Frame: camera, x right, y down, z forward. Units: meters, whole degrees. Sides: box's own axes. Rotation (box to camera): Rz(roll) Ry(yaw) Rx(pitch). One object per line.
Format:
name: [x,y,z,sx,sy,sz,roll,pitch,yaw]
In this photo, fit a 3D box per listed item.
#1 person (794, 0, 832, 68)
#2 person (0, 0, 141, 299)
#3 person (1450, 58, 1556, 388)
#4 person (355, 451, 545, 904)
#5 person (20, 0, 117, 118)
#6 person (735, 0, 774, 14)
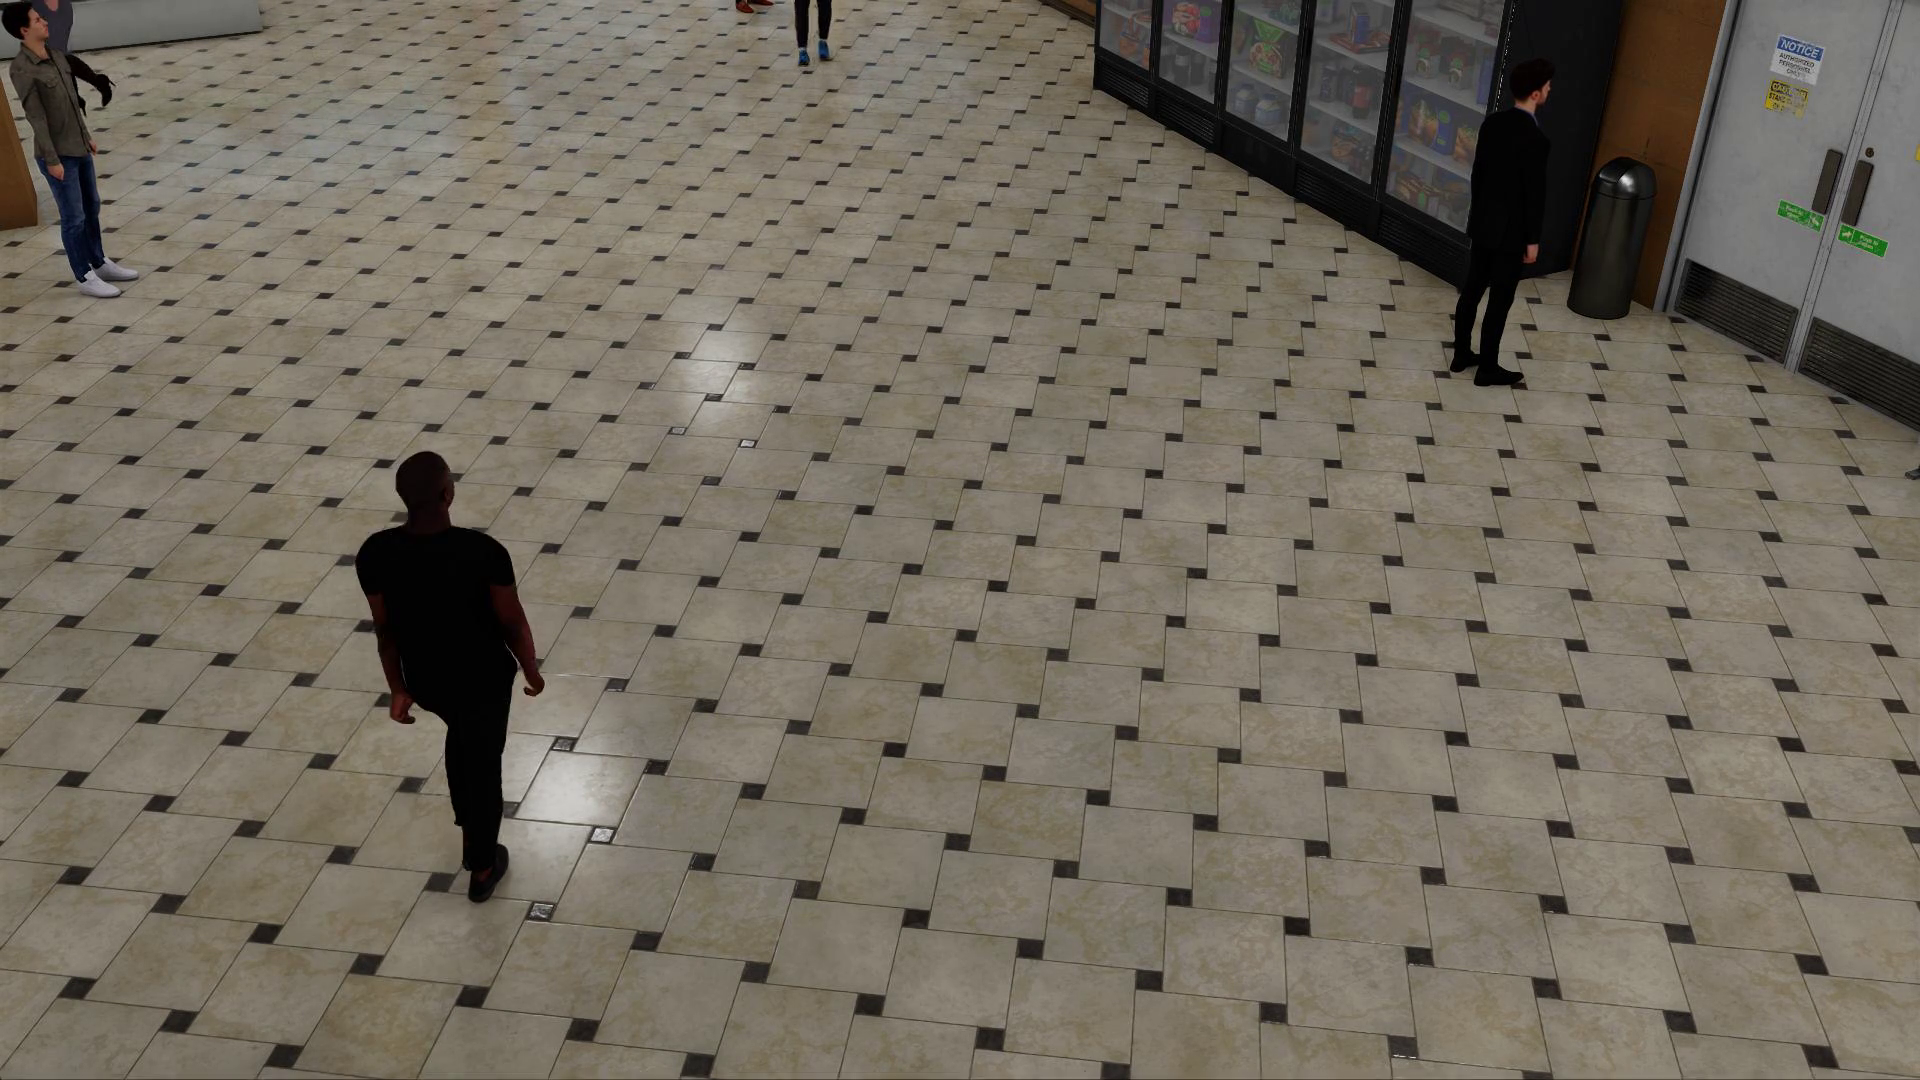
person: [-1.331,-5.291,15.201,1.084,1.793,0.971,-3,32,-5]
person: [-5.739,-2.491,10.631,0.760,1.866,0.791,1,32,1]
person: [3.095,-1.798,9.491,0.575,1.894,0.670,-14,34,-21]
person: [-1.770,0.554,5.794,0.768,1.805,0.859,3,32,5]
person: [-7.394,-4.316,13.679,0.866,1.745,0.786,-24,39,-33]
person: [-2.199,-6.336,16.850,0.850,1.824,0.755,16,35,25]
